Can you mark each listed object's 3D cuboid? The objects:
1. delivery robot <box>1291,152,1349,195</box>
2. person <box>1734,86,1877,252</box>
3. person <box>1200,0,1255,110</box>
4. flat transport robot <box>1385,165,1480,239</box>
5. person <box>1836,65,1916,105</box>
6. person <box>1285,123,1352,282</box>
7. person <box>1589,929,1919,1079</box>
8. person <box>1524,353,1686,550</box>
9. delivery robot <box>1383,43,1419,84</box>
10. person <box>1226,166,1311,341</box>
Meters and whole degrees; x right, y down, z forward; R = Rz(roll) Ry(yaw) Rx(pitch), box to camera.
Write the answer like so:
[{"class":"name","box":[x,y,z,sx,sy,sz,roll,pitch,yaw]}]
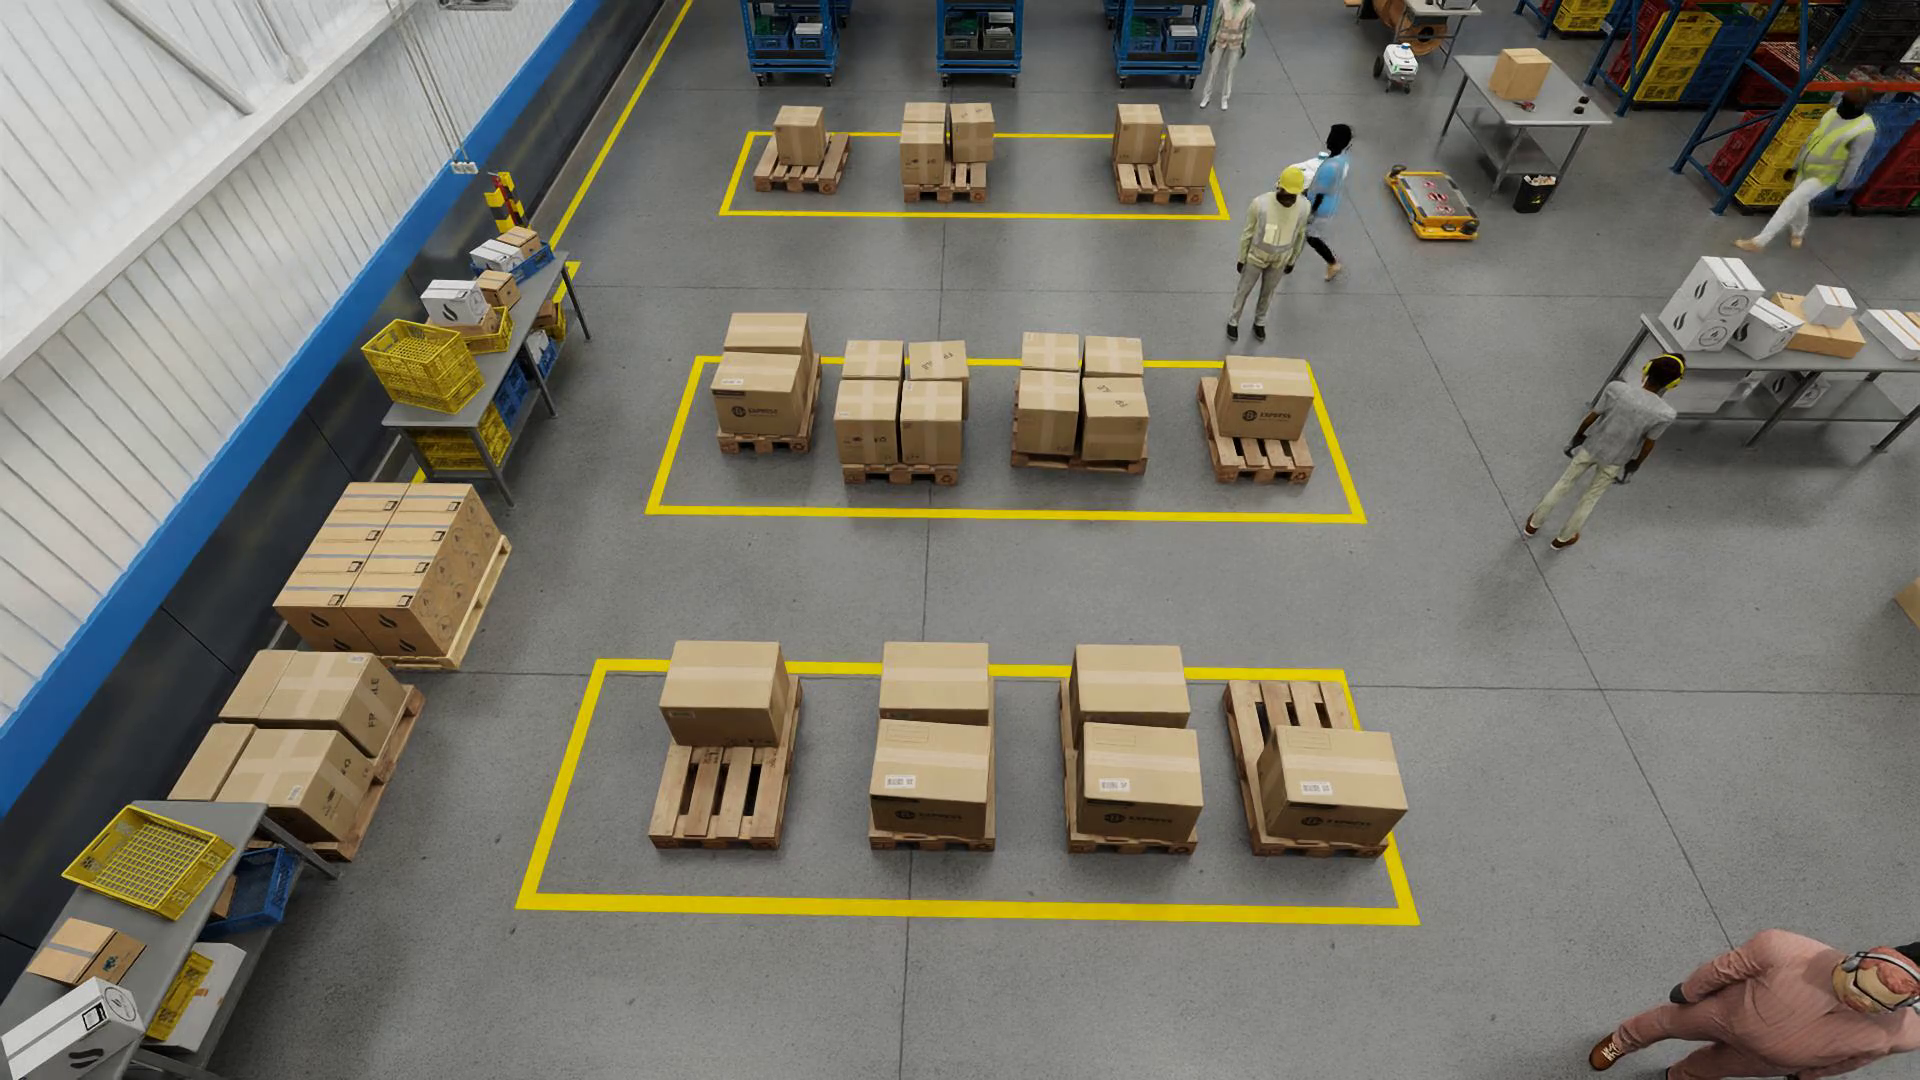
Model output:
[{"class":"delivery robot","box":[4.343,-4.456,11.126,0.707,0.478,0.477,-19,52,-16]},{"class":"person","box":[9.415,-3.996,9.981,0.792,1.795,0.642,4,49,4]},{"class":"person","box":[3.636,-6.707,12.421,0.506,1.638,0.312,13,50,11]},{"class":"flat transport robot","box":[5.692,-4.094,11.059,0.652,0.197,1.431,1,49,1]},{"class":"person","box":[11.704,-6.008,11.621,0.377,1.940,0.629,-27,54,-21]},{"class":"person","box":[3.847,-3.533,9.658,0.749,1.668,0.540,18,52,15]},{"class":"person","box":[3.807,2.356,4.402,0.641,1.908,0.408,34,57,26]},{"class":"person","box":[4.948,-0.662,7.039,0.326,1.872,0.518,-35,57,-26]},{"class":"delivery robot","box":[6.372,-6.919,13.258,0.477,0.478,0.707,5,49,4]},{"class":"person","box":[2.990,-2.752,8.879,0.594,1.827,0.403,1,49,1]}]
